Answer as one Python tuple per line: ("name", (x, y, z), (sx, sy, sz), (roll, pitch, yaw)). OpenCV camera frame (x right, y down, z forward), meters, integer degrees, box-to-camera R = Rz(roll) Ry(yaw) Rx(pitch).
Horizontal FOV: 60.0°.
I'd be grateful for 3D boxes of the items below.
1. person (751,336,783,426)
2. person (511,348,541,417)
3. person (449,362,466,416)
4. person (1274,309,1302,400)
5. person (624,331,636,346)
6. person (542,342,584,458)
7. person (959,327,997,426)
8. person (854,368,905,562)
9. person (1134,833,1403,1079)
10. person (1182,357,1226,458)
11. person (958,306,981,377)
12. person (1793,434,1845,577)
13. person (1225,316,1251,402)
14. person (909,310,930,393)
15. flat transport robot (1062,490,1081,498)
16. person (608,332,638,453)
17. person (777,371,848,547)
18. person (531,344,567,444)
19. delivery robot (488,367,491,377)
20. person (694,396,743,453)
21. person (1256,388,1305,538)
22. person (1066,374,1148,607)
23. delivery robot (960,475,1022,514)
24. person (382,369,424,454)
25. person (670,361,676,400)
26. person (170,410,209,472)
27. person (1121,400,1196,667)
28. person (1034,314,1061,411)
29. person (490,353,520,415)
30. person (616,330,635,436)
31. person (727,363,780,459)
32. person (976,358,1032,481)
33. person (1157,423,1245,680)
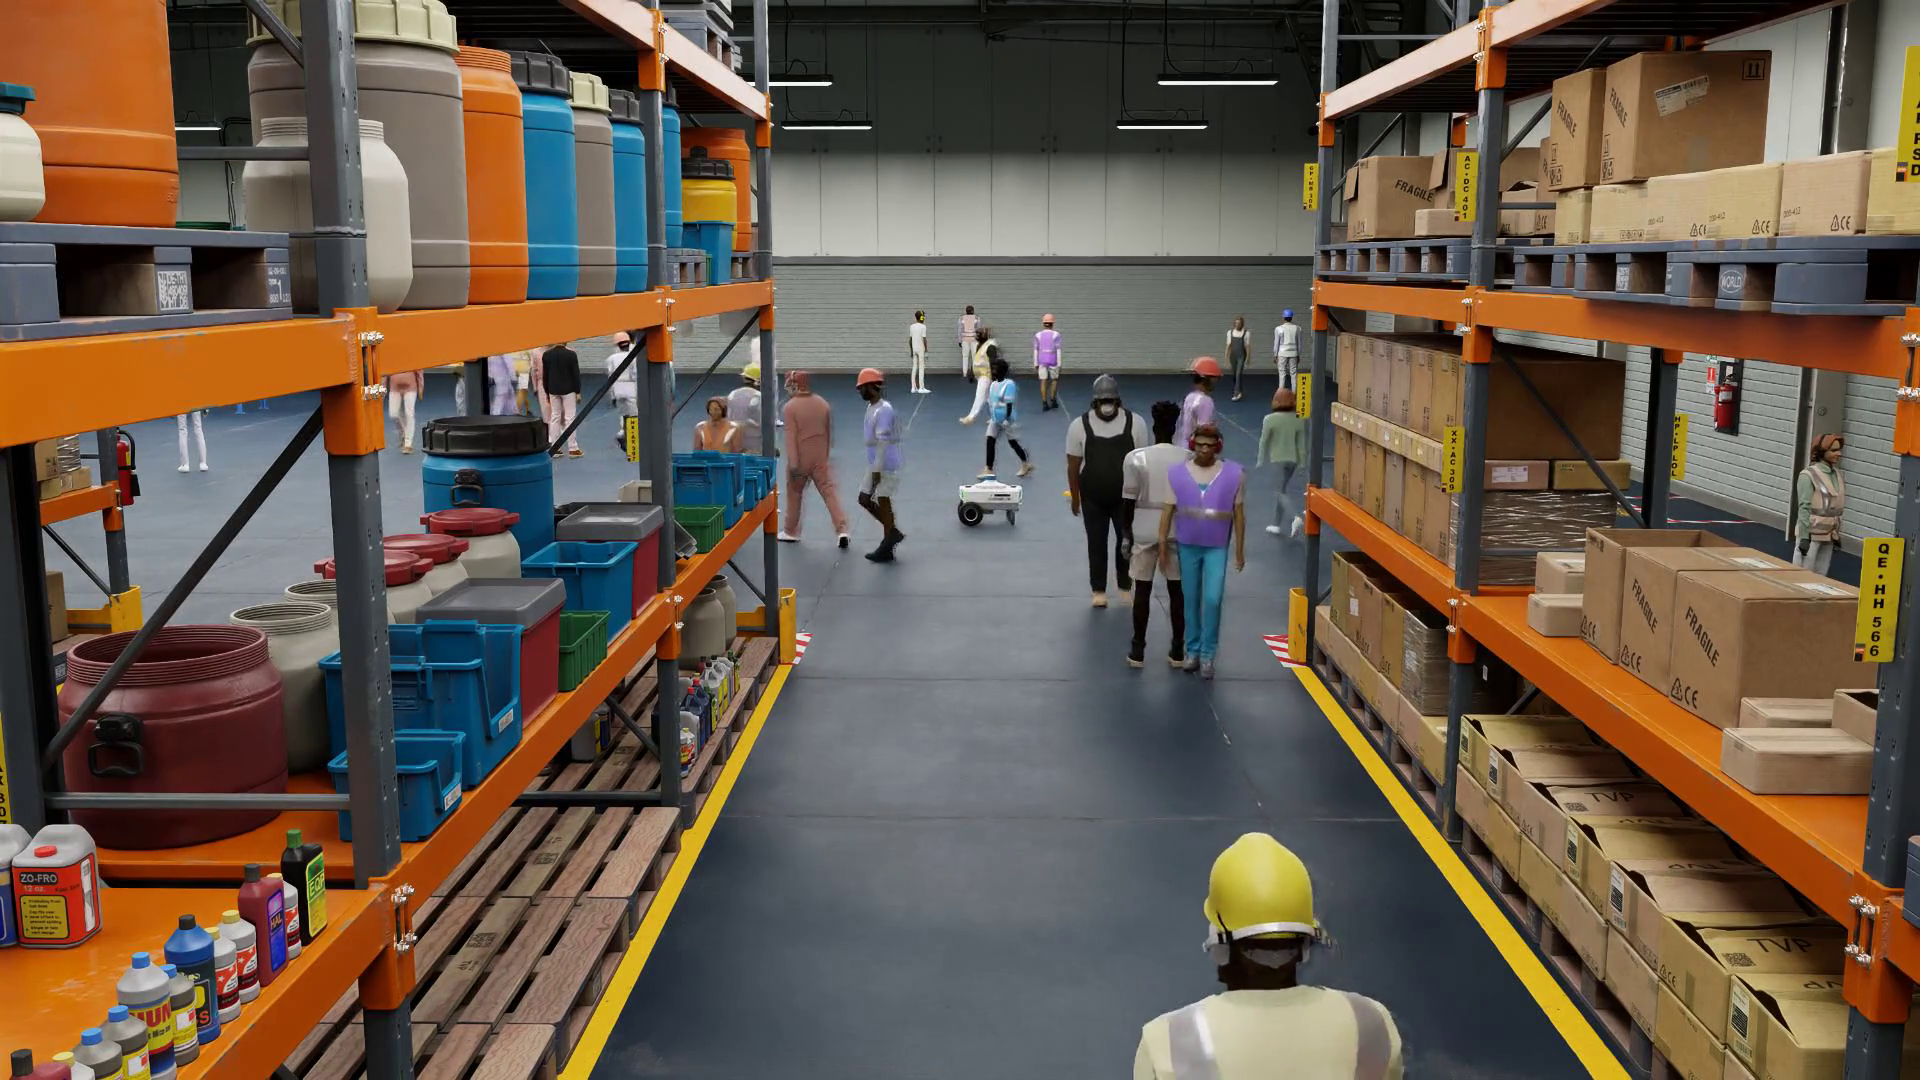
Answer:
("person", (-3.546, -2.979, 29.957), (0.649, 1.886, 0.764), (9, 13, 43))
("person", (-8.009, -3.124, 30.769), (0.591, 1.893, 0.871), (7, 12, 36))
("person", (-6.707, -1.690, 22.799), (0.894, 1.701, 0.496), (-4, 10, -24))
("person", (7.038, -3.981, 35.765), (0.605, 1.949, 0.401), (-1, 10, -4))
("person", (-6.660, -3.718, 34.321), (0.807, 1.897, 0.621), (9, 13, 44))
("person", (-6.034, -2.252, 25.270), (0.611, 1.996, 0.379), (3, 10, 15))
("person", (0.410, -2.994, 30.341), (0.976, 1.789, 0.654), (-5, 11, -26))
("person", (-0.807, -0.748, 16.515), (0.424, 1.911, 0.573), (-4, 10, -24))
("person", (0.639, 1.493, 3.468), (0.608, 1.789, 0.933), (-2, 10, -10))
("person", (2.443, -0.789, 16.415), (0.576, 2.025, 0.634), (-2, 10, -11))
("person", (0.265, -5.159, 43.166), (0.622, 1.838, 0.429), (1, 10, 6))
("person", (6.656, -0.012, 12.909), (0.514, 1.642, 0.310), (-6, 11, -34))
("person", (5.977, -3.898, 35.646), (0.515, 1.819, 0.757), (5, 11, 27))
("person", (-0.927, -4.278, 37.796), (0.535, 1.864, 0.309), (8, 13, 41))
("flat transport robot", (2.006, -0.685, 21.167), (0.652, 0.197, 1.431), (9, 13, 42))
("person", (-5.131, -2.226, 25.403), (0.547, 1.904, 0.637), (2, 10, 13))
("person", (-1.552, -0.844, 17.370), (0.684, 1.845, 1.061), (-9, 13, -42))
("person", (-6.740, -2.564, 27.492), (0.651, 1.882, 0.756), (-1, 10, -7))
("delivery robot", (-11.333, -3.968, 39.704), (0.707, 0.478, 0.477), (4, 10, 23))
("person", (-2.427, -0.664, 16.900), (0.522, 1.622, 0.610), (2, 10, 10))
("person", (3.515, -0.829, 17.912), (0.509, 1.605, 0.743), (-4, 10, -22))
("person", (1.262, -0.407, 14.211), (0.715, 2.000, 0.582), (0, 9, 2))
("delivery robot", (0.355, -0.502, 18.941), (0.707, 0.478, 0.477), (0, 10, 0))
("person", (-8.635, -2.334, 25.784), (0.638, 1.983, 0.440), (-1, 10, -8))
("person", (-4.915, -2.383, 27.191), (0.530, 1.617, 0.625), (-1, 10, -6))
("person", (-10.954, -1.907, 23.579), (0.533, 1.869, 0.311), (-6, 11, -33))
("person", (1.482, -0.049, 12.212), (0.609, 1.954, 0.396), (-1, 9, -4))
("person", (1.796, -3.576, 33.434), (0.571, 1.913, 0.780), (3, 10, 15))
("person", (-7.997, -2.917, 29.602), (0.880, 1.875, 0.662), (-6, 11, -32))
("person", (-5.694, -2.711, 28.603), (0.536, 1.823, 0.709), (0, 9, 0))
("person", (-2.287, -1.120, 19.052), (0.631, 1.803, 0.783), (7, 12, 38))
("person", (0.630, -1.663, 22.749), (0.843, 1.661, 0.529), (-7, 12, -38))
("person", (1.703, 0.083, 11.821), (0.610, 1.807, 0.788), (2, 10, 14))
